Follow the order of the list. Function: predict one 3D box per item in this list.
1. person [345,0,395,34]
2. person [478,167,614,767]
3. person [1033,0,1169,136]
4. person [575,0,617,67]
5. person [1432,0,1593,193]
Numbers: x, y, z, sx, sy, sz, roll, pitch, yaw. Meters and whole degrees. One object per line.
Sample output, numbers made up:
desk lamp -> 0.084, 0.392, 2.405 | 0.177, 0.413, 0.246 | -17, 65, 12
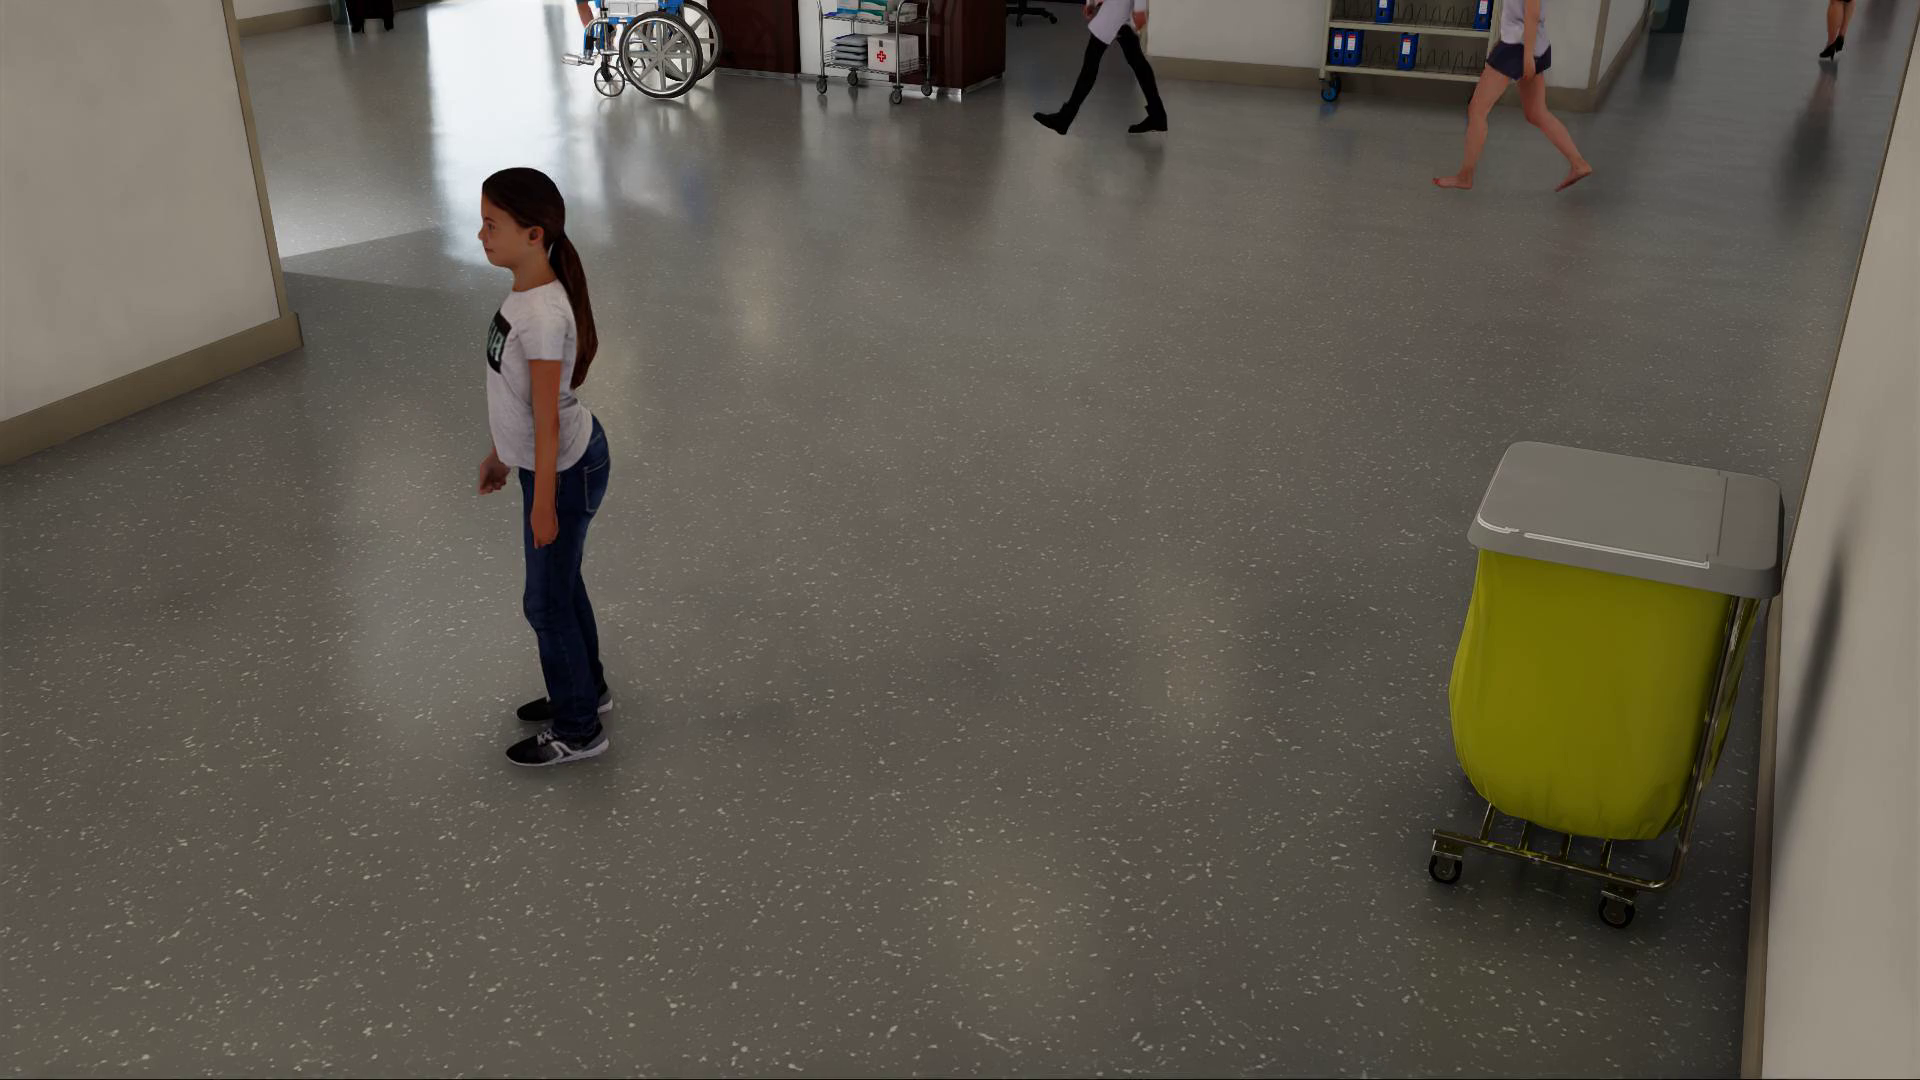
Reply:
person -> -5.494, -5.560, 15.198 | 0.761, 1.758, 0.782 | -15, 30, -28
person -> -1.038, -0.198, 4.306 | 0.722, 1.559, 0.664 | -7, 27, -15
person -> 1.136, -3.509, 10.953 | 1.258, 1.749, 1.102 | -5, 26, -10
person -> -2.926, -4.730, 13.569 | 0.535, 1.676, 0.627 | 8, 27, 16
person -> 3.318, -2.794, 9.566 | 1.110, 1.667, 0.628 | 11, 28, 22
